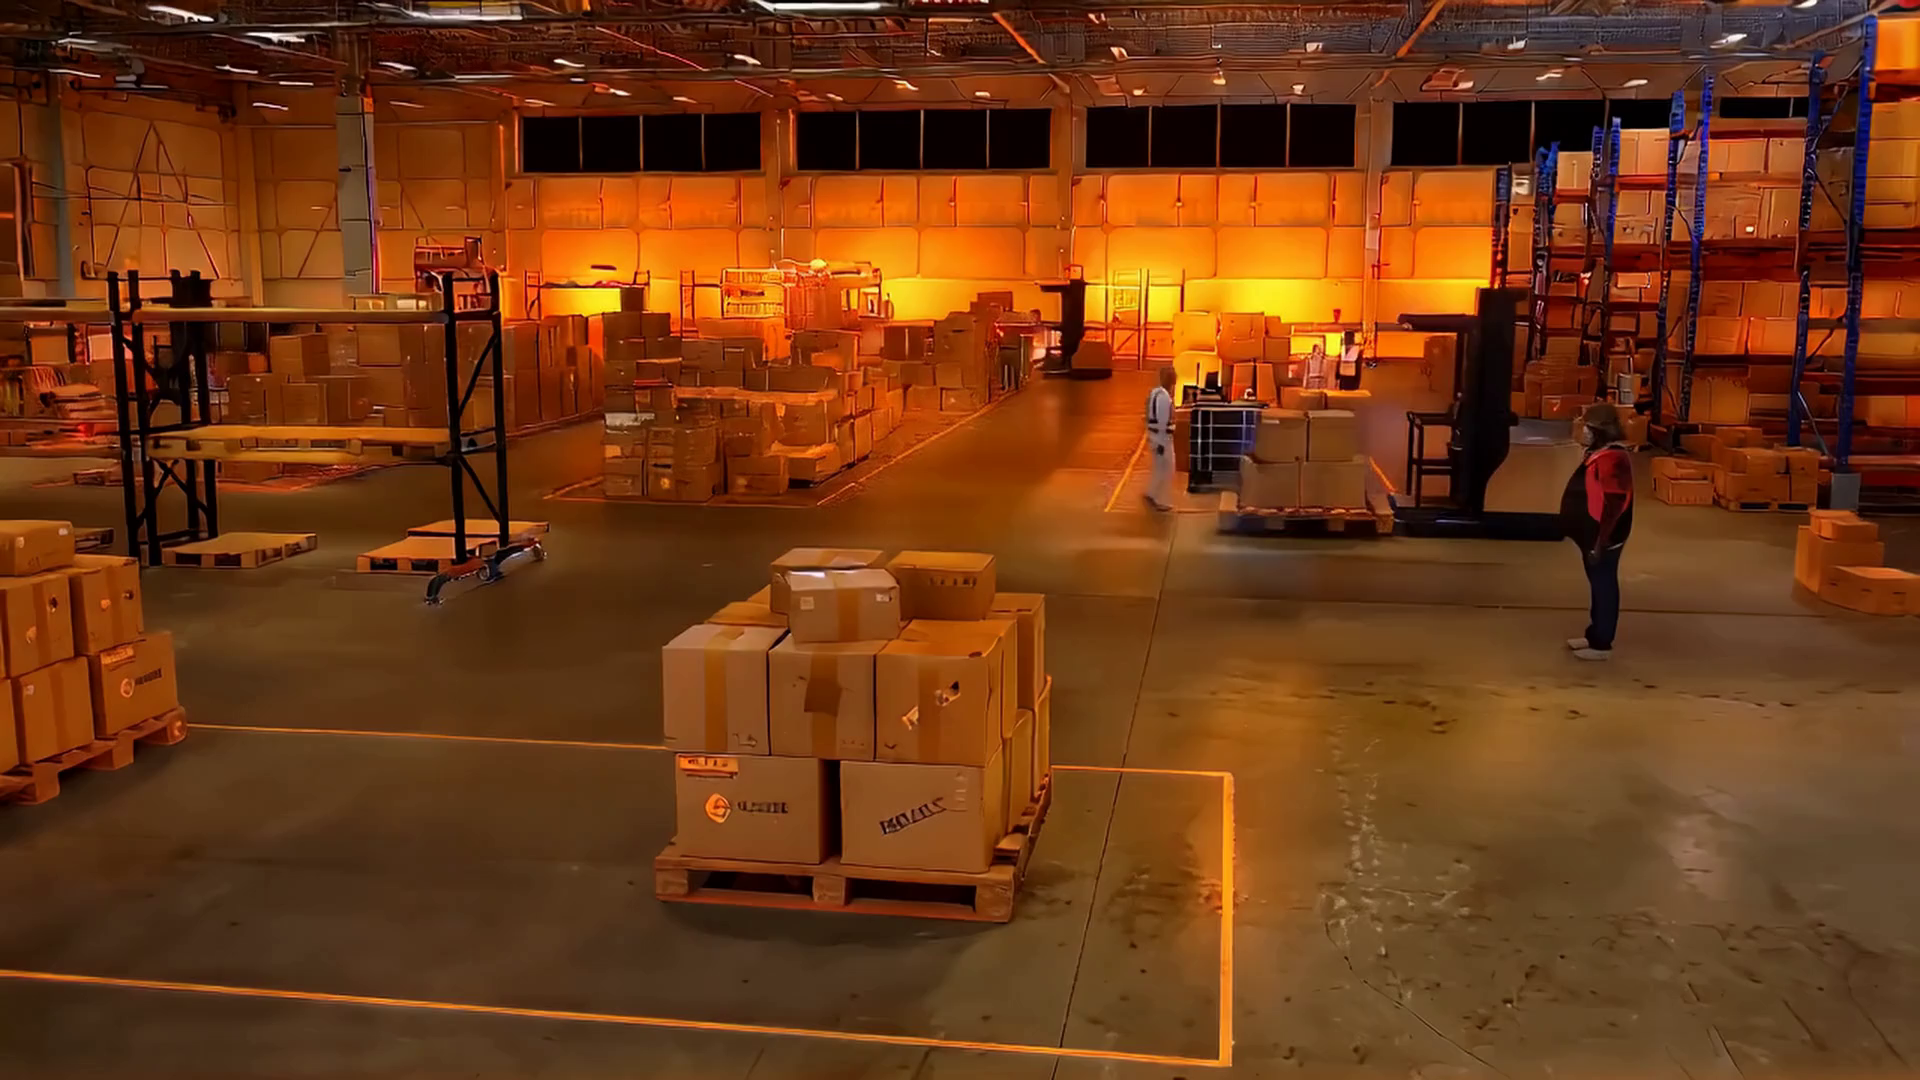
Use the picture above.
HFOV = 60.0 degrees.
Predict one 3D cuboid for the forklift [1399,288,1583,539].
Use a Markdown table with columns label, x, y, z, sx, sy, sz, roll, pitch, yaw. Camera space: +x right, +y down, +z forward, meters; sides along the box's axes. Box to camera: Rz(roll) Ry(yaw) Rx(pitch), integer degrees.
| label | x | y | z | sx | sy | sz | roll | pitch | yaw |
| --- | --- | --- | --- | --- | --- | --- | --- | --- | --- |
| forklift | 6.109 | -1.483 | 19.060 | 1.873 | 2.768 | 1.129 | 1 | 9 | 9 |

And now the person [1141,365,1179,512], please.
| label | x | y | z | sx | sy | sz | roll | pitch | yaw |
| --- | --- | --- | --- | --- | --- | --- | --- | --- | --- |
| person | 2.552 | -1.256 | 20.791 | 0.404 | 1.871 | 0.584 | 0 | 9 | -2 |

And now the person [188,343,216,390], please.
| label | x | y | z | sx | sy | sz | roll | pitch | yaw |
| --- | --- | --- | --- | --- | --- | --- | --- | --- | --- |
| person | -15.329 | -3.224 | 33.693 | 0.520 | 1.614 | 0.668 | -2 | 9 | -9 |

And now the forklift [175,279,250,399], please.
| label | x | y | z | sx | sy | sz | roll | pitch | yaw |
| --- | --- | --- | --- | --- | --- | --- | --- | --- | --- |
| forklift | -18.009 | -4.785 | 39.428 | 1.129 | 2.768 | 1.873 | 8 | 12 | 40 |

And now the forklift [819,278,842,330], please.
| label | x | y | z | sx | sy | sz | roll | pitch | yaw |
| --- | --- | --- | --- | --- | --- | --- | --- | --- | --- |
| forklift | -3.270 | -5.243 | 42.251 | 1.873 | 2.768 | 1.129 | 1 | 9 | 9 |

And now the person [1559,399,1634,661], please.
| label | x | y | z | sx | sy | sz | roll | pitch | yaw |
| --- | --- | --- | --- | --- | --- | --- | --- | --- | --- |
| person | 4.964 | -0.082 | 13.003 | 0.536 | 2.000 | 0.682 | 3 | 10 | 19 |

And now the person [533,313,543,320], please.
| label | x | y | z | sx | sy | sz | roll | pitch | yaw |
| --- | --- | --- | --- | --- | --- | --- | --- | --- | --- |
| person | -11.069 | -5.022 | 43.886 | 0.562 | 1.905 | 0.696 | 8 | 12 | 40 |

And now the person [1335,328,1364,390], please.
| label | x | y | z | sx | sy | sz | roll | pitch | yaw |
| --- | --- | --- | --- | --- | --- | --- | --- | --- | --- |
| person | 7.673 | -3.218 | 32.758 | 0.385 | 1.911 | 0.593 | -7 | 12 | -38 |

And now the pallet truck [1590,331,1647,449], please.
| label | x | y | z | sx | sy | sz | roll | pitch | yaw |
| --- | --- | --- | --- | --- | --- | --- | --- | --- | --- |
| pallet truck | 11.253 | -2.573 | 28.499 | 0.823 | 1.965 | 1.885 | 5 | 10 | 27 |

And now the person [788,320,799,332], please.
| label | x | y | z | sx | sy | sz | roll | pitch | yaw |
| --- | --- | --- | --- | --- | --- | --- | --- | --- | --- |
| person | -3.767 | -4.007 | 37.592 | 0.631 | 1.917 | 0.862 | 4 | 10 | 23 |

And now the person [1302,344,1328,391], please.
| label | x | y | z | sx | sy | sz | roll | pitch | yaw |
| --- | --- | --- | --- | --- | --- | --- | --- | --- | --- |
| person | 6.997 | -3.068 | 32.769 | 0.529 | 1.605 | 0.741 | 3 | 10 | 18 |

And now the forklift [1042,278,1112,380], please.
| label | x | y | z | sx | sy | sz | roll | pitch | yaw |
| --- | --- | --- | --- | --- | --- | --- | --- | --- | --- |
| forklift | 3.274 | -5.883 | 46.198 | 1.873 | 2.768 | 1.129 | 1 | 9 | 9 |

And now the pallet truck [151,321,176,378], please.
| label | x | y | z | sx | sy | sz | roll | pitch | yaw |
| --- | --- | --- | --- | --- | --- | --- | --- | --- | --- |
| pallet truck | -21.869 | -5.598 | 47.154 | 0.823 | 1.965 | 1.885 | 4 | 10 | 26 |

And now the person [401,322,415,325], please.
| label | x | y | z | sx | sy | sz | roll | pitch | yaw |
| --- | --- | --- | --- | --- | --- | --- | --- | --- | --- |
| person | -15.167 | -5.320 | 45.686 | 0.620 | 1.915 | 0.653 | 5 | 10 | 27 |
